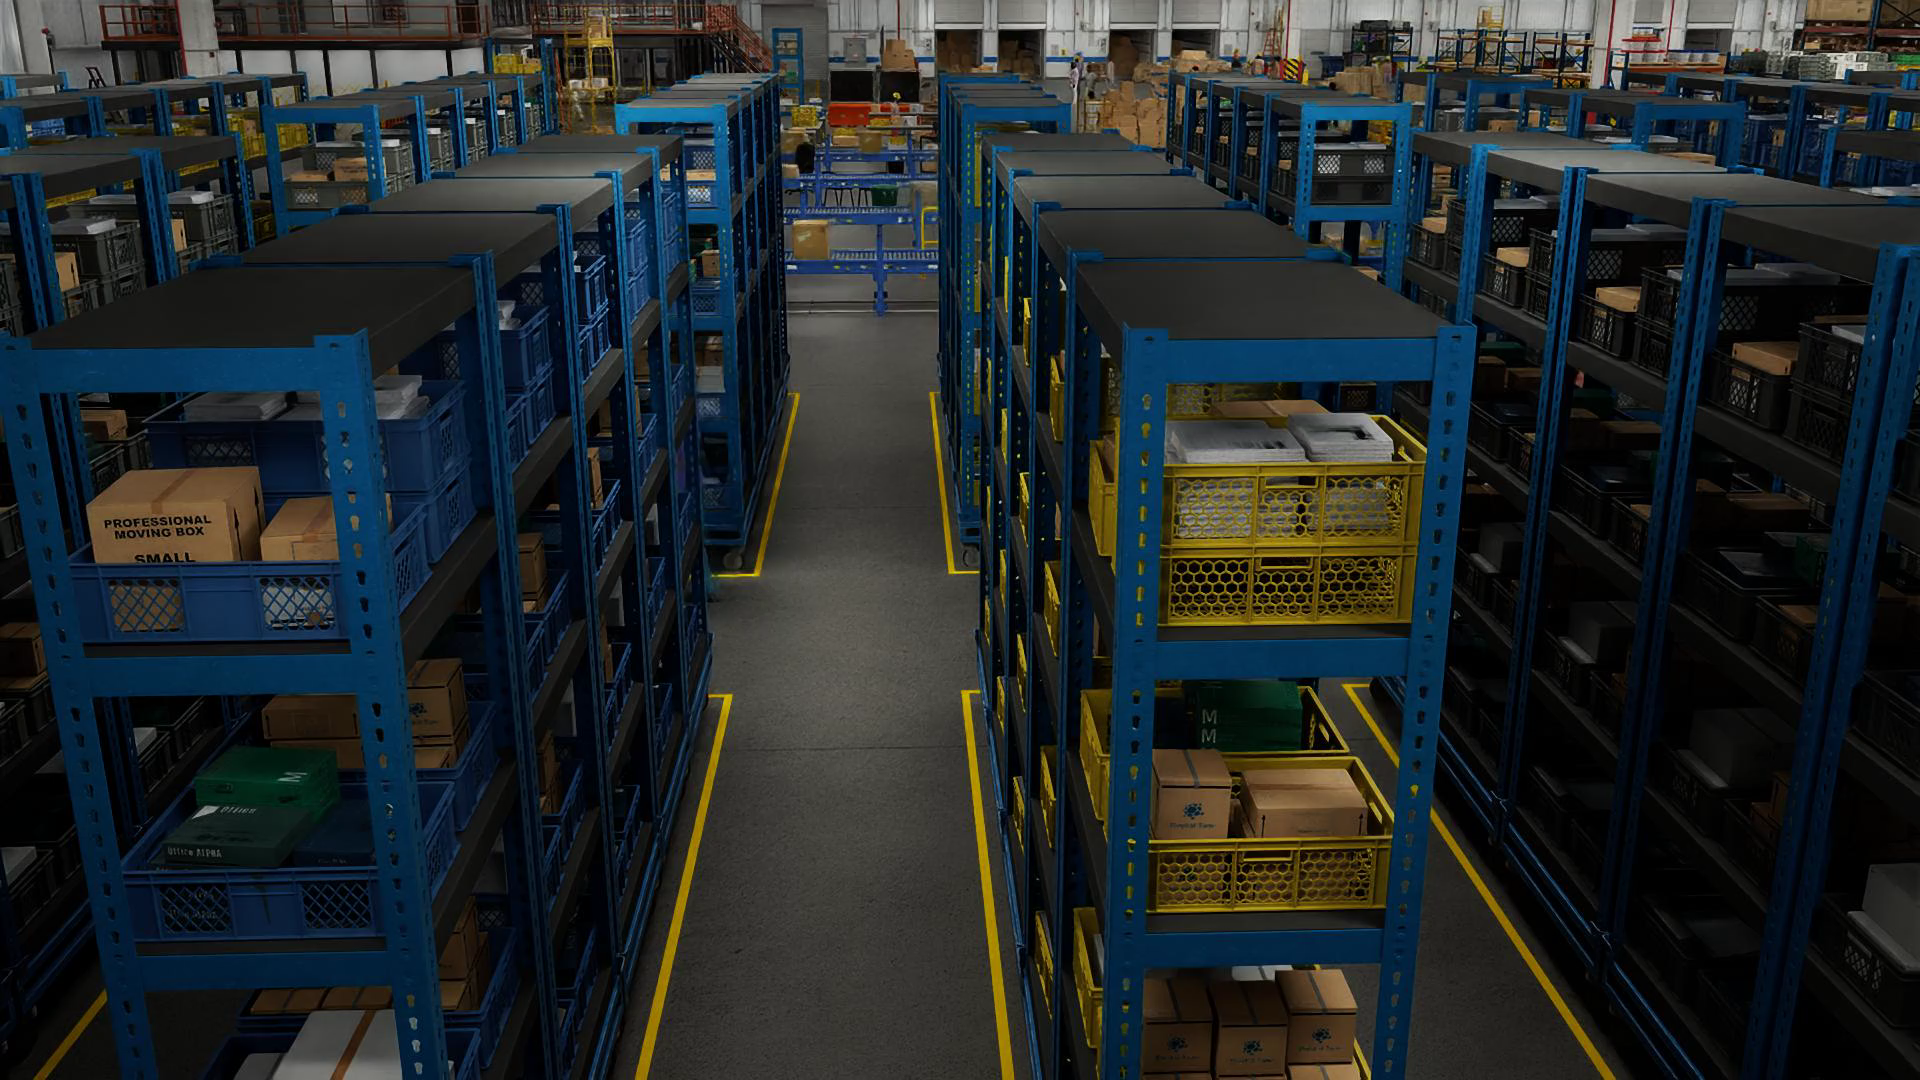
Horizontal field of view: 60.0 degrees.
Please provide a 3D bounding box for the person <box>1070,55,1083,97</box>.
[{"bbox_3d":[5.492,-21.848,78.398,0.594,1.926,0.368,3,18,9],"label":"person"}]

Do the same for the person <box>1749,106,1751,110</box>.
[{"bbox_3d":[21.944,-11.548,46.718,0.604,1.813,0.568,0,18,0],"label":"person"}]

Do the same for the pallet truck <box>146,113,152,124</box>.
[{"bbox_3d":[-18.087,-8.309,36.390,1.885,1.965,0.823,-1,18,-4],"label":"pallet truck"}]

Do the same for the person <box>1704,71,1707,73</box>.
[{"bbox_3d":[27.212,-16.228,61.011,0.958,1.935,0.595,-8,20,-23],"label":"person"}]

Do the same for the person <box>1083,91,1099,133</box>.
[{"bbox_3d":[3.837,-12.228,48.776,0.541,1.841,0.761,-3,18,-8],"label":"person"}]

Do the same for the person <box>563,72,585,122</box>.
[{"bbox_3d":[-14.555,-16.596,62.314,1.020,1.817,0.580,4,18,12],"label":"person"}]

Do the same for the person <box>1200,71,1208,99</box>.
[{"bbox_3d":[8.439,-15.193,57.623,0.683,2.000,0.538,-2,18,-5],"label":"person"}]

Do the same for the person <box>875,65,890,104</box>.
[{"bbox_3d":[-3.314,-19.150,70.308,1.004,1.784,0.679,6,19,19],"label":"person"}]

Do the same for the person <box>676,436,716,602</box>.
[{"bbox_3d":[-2.251,-0.376,12.150,0.934,1.801,0.593,0,18,1],"label":"person"}]

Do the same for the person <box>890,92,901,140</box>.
[{"bbox_3d":[-1.895,-12.346,49.259,0.322,1.765,0.523,-6,19,-18],"label":"person"}]

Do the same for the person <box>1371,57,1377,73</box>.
[{"bbox_3d":[20.554,-23.051,82.451,0.762,1.720,0.483,15,23,38],"label":"person"}]

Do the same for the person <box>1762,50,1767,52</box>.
[{"bbox_3d":[42.927,-25.278,89.066,0.631,1.908,0.933,8,19,22],"label":"person"}]

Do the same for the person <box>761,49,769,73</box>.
[{"bbox_3d":[-10.407,-25.368,89.242,0.920,1.963,0.623,-16,24,-40],"label":"person"}]

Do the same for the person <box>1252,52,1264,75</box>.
[{"bbox_3d":[14.910,-23.396,83.192,0.594,1.922,0.386,7,19,20],"label":"person"}]

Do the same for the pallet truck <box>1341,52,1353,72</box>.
[{"bbox_3d":[18.794,-23.123,82.231,0.823,1.965,1.885,-13,22,-35],"label":"pallet truck"}]

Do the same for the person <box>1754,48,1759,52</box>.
[{"bbox_3d":[43.492,-25.956,91.088,0.545,1.942,0.352,1,18,4],"label":"person"}]

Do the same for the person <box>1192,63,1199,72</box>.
[{"bbox_3d":[9.273,-17.783,65.661,0.603,2.034,0.417,5,19,16],"label":"person"}]

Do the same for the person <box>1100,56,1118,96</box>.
[{"bbox_3d":[7.251,-22.203,79.543,0.957,1.908,0.633,1,18,3],"label":"person"}]

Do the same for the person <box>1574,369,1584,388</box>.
[{"bbox_3d":[4.597,-0.700,12.898,0.641,1.966,0.635,-7,19,-20],"label":"person"}]

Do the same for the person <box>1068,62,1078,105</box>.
[{"bbox_3d":[4.932,-19.858,72.379,0.429,1.844,0.625,-2,18,-5],"label":"person"}]

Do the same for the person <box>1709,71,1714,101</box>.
[{"bbox_3d":[33.487,-20.506,74.439,0.831,1.823,0.521,4,18,12],"label":"person"}]

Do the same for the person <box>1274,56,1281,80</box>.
[{"bbox_3d":[16.301,-23.985,85.404,0.366,1.686,0.546,1,18,2],"label":"person"}]

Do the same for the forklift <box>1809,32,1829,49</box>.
[{"bbox_3d":[45.950,-25.863,89.297,1.129,2.768,1.873,-1,18,-2],"label":"forklift"}]

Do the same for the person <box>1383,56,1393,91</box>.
[{"bbox_3d":[21.529,-23.492,83.758,0.560,1.748,0.410,-4,18,-11],"label":"person"}]

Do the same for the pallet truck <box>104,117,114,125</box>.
[{"bbox_3d":[-18.367,-7.885,35.078,1.885,1.965,0.823,1,18,2],"label":"pallet truck"}]

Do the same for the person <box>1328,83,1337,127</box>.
[{"bbox_3d":[12.763,-14.936,57.439,0.813,1.660,0.539,-1,18,-2],"label":"person"}]

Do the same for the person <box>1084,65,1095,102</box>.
[{"bbox_3d":[5.446,-18.937,69.555,0.515,1.837,0.880,10,20,28],"label":"person"}]

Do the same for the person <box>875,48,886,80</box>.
[{"bbox_3d":[-4.450,-26.712,93.550,0.953,1.878,0.628,-6,19,-18],"label":"person"}]

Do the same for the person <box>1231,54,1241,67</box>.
[{"bbox_3d":[13.310,-22.393,80.028,0.798,1.969,0.615,-12,21,-33],"label":"person"}]

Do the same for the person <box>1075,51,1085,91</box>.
[{"bbox_3d":[6.082,-23.819,84.487,0.605,1.935,0.425,-17,25,-42],"label":"person"}]
